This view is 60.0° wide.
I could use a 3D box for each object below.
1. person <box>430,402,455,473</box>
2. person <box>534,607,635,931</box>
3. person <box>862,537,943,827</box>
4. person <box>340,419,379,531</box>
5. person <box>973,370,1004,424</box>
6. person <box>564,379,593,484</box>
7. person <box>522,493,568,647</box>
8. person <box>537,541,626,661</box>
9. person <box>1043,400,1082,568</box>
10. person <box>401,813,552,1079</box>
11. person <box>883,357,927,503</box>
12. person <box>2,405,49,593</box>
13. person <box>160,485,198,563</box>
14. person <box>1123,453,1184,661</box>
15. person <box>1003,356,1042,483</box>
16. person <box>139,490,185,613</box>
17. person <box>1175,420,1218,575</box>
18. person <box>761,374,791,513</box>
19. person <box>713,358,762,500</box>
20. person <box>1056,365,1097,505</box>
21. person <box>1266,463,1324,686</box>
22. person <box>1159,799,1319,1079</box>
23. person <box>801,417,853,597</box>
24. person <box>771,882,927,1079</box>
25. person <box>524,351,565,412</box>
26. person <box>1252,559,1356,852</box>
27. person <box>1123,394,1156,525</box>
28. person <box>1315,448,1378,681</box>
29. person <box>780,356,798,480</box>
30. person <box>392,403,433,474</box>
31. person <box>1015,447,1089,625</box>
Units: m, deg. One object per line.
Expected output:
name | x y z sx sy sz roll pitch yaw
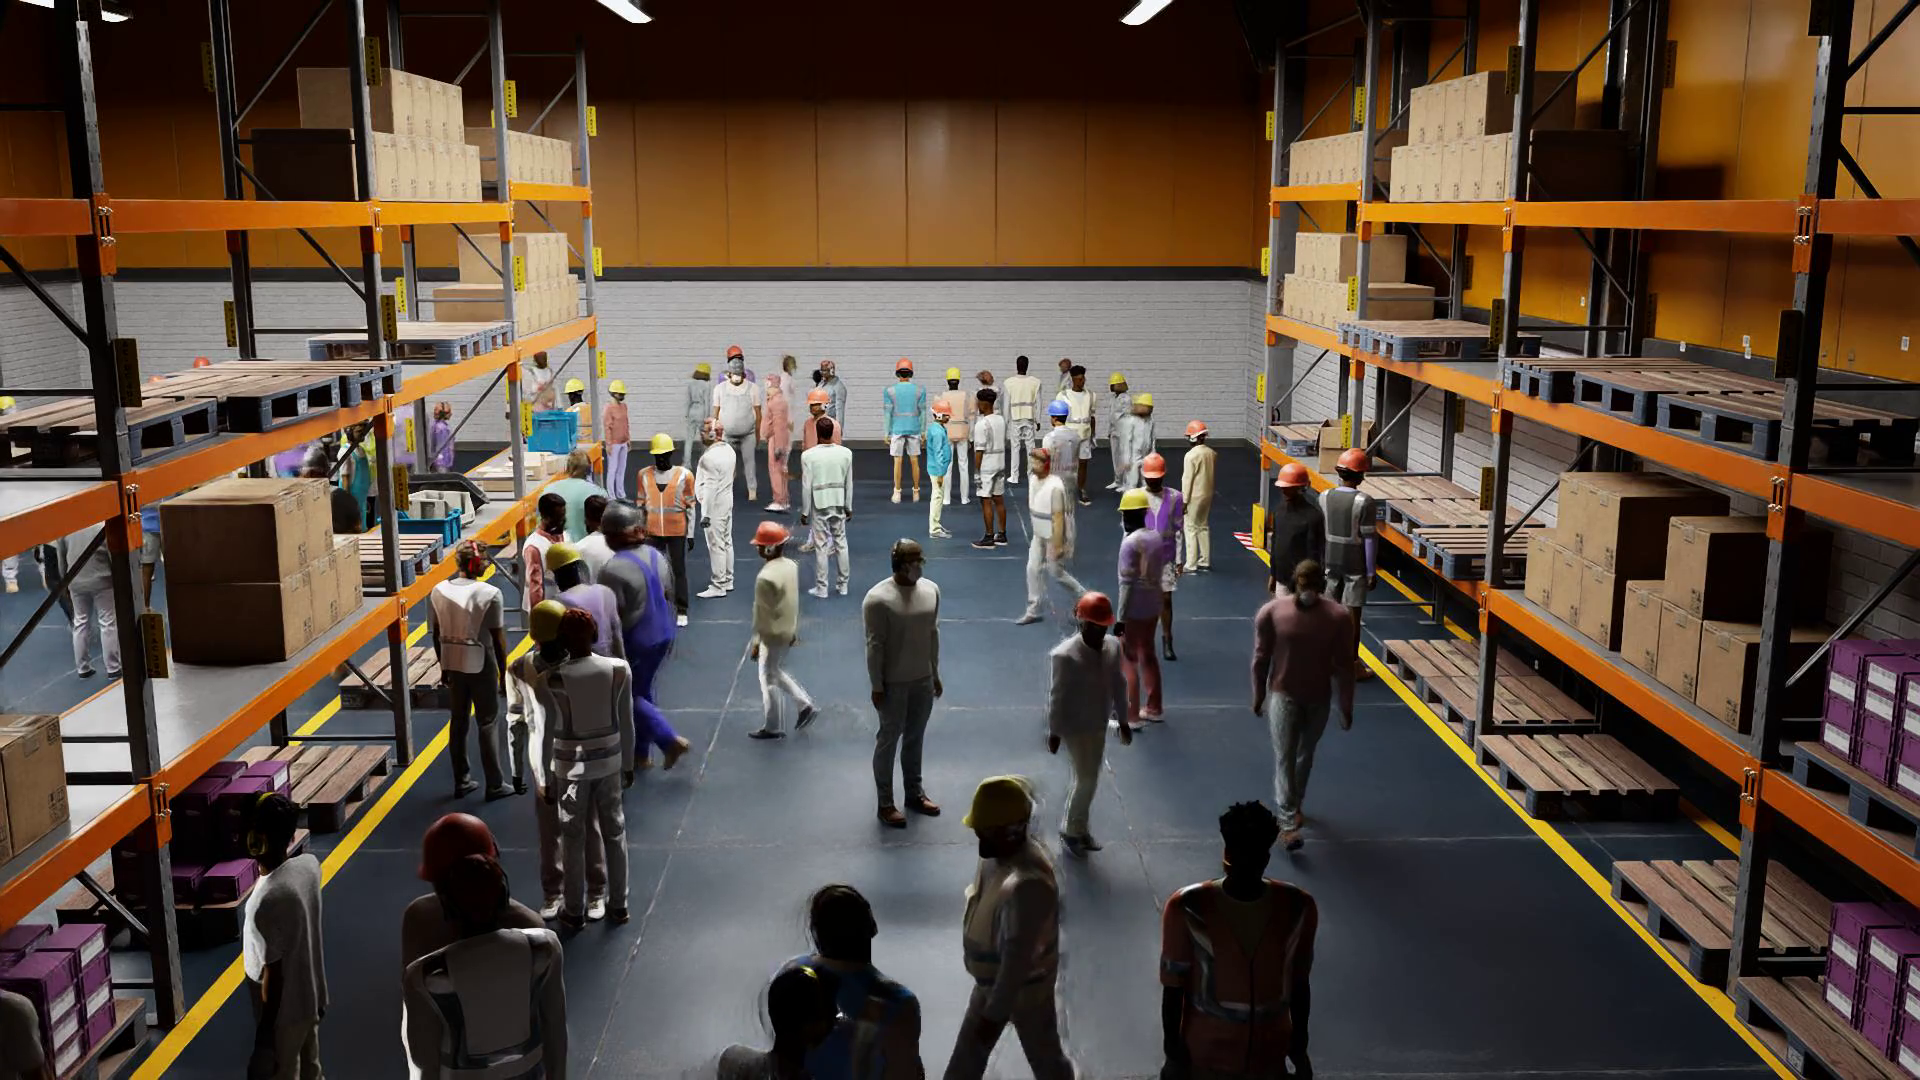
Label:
person | -6.694 -0.971 21.542 0.317 1.632 0.526 -6 13 -28
person | -2.132 1.305 9.501 0.575 1.880 0.359 -6 13 -28
person | -0.364 0.937 11.191 0.630 1.940 0.373 -10 15 -42
person | -7.326 -0.783 20.422 0.319 1.697 0.533 7 13 32
person | 0.452 -1.844 25.947 0.544 1.612 0.366 -2 12 -11
person | -4.967 -1.143 21.693 0.394 1.913 0.591 4 12 19
person | -3.239 0.565 13.146 0.410 1.908 0.598 2 11 10
person | -2.578 0.941 11.272 0.450 1.898 0.634 10 15 42
person | 1.137 -0.635 19.084 0.404 1.941 0.613 10 15 42
person | -1.767 1.934 6.083 0.617 1.984 0.408 4 12 18
person | -0.773 -1.534 23.318 0.607 2.044 0.375 -2 11 -10
person | -10.098 -0.451 17.893 0.683 2.000 0.535 -8 14 -33
person | -9.206 -0.691 19.408 0.587 1.920 0.397 -3 12 -16
person | 1.762 0.154 15.167 0.549 1.924 0.387 0 11 -1
person | 0.940 -1.810 25.014 0.596 1.918 0.385 -2 11 -11
person | -7.861 -0.128 16.315 0.429 2.033 0.608 9 14 38
person | 2.672 -0.485 18.827 0.351 1.738 0.574 9 15 40
person | -2.514 -1.323 22.702 0.395 1.874 0.823 -1 11 -3
person | -3.142 -1.567 23.490 0.681 2.000 0.535 -1 11 -4
person | 1.620 -1.452 23.100 0.616 1.963 0.361 -4 12 -18
person | 2.830 0.324 14.157 0.416 1.986 0.618 -6 13 -27
person | 1.046 1.908 6.267 0.608 1.959 0.384 -2 11 -8
person | -1.408 -0.345 17.671 0.590 1.918 0.391 -6 13 -28
person | -0.284 2.054 5.915 0.661 1.806 0.691 8 14 34
person | -6.644 -2.133 26.800 0.912 1.845 0.587 7 13 33
person | 2.228 1.053 10.746 0.644 1.876 1.059 0 11 2
person | 2.356 -1.050 21.718 0.697 1.720 0.330 -9 15 -39
person | 3.392 0.214 14.552 0.379 2.045 0.605 -10 15 -42
person | -2.637 -1.870 25.398 0.390 1.903 0.788 0 11 -2
person | -7.015 -1.049 21.172 0.615 1.932 0.608 -6 13 -29
person | 0.945 -0.052 16.515 0.797 1.804 0.613 -6 13 -28
